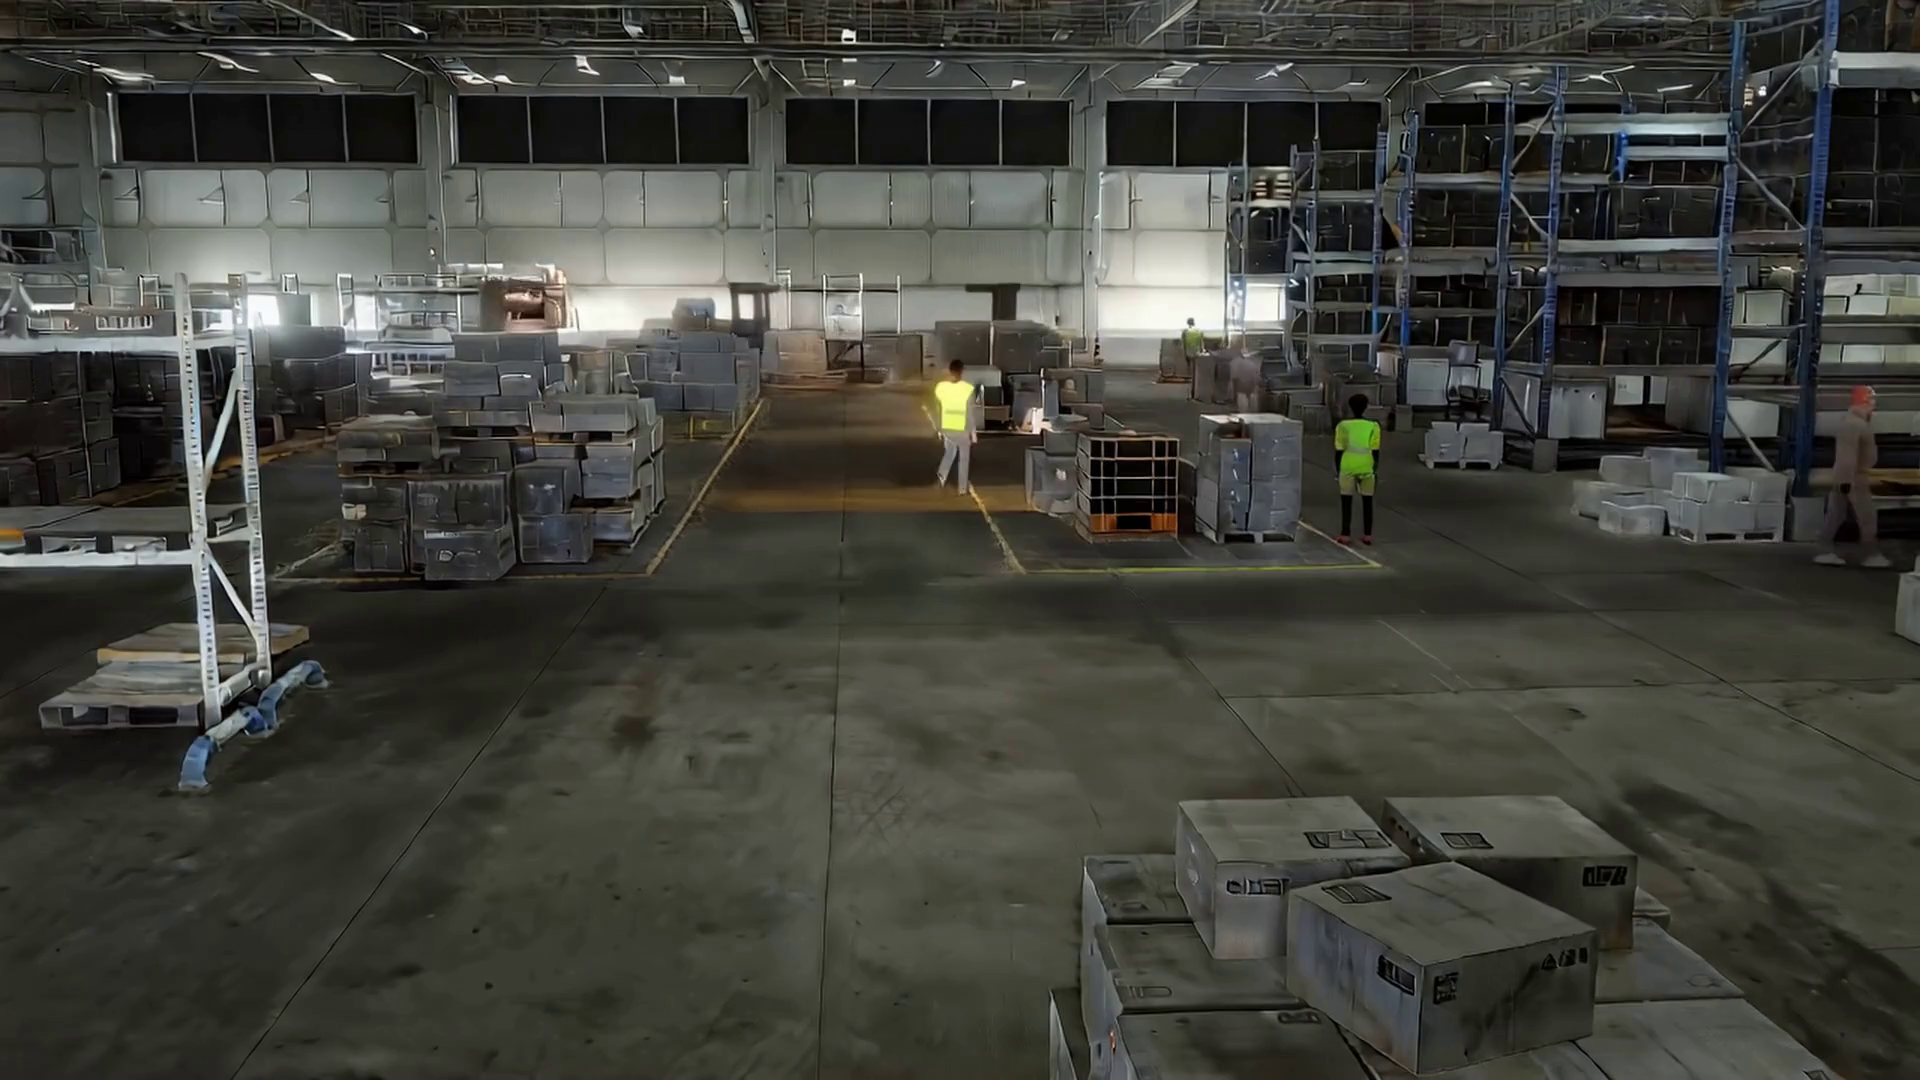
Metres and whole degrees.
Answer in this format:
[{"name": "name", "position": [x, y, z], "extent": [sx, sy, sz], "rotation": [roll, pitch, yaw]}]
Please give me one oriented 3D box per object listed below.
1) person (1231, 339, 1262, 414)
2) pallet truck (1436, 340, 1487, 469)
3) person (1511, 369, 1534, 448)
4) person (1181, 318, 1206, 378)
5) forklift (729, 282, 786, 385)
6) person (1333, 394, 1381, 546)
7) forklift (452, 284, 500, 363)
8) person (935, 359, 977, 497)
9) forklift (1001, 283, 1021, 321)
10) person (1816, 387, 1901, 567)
[{"name": "person", "position": [4.990, -2.540, 28.986], "extent": [0.637, 1.927, 0.438], "rotation": [-4, 10, -24]}, {"name": "pallet truck", "position": [8.004, -2.170, 26.422], "extent": [0.823, 1.965, 1.885], "rotation": [2, 9, 14]}, {"name": "person", "position": [9.573, -2.427, 28.219], "extent": [0.700, 1.945, 0.603], "rotation": [-1, 9, -6]}, {"name": "person", "position": [6.024, -4.751, 42.871], "extent": [0.648, 1.932, 0.992], "rotation": [4, 10, 25]}, {"name": "forklift", "position": [-5.792, -5.604, 45.219], "extent": [1.129, 2.768, 1.873], "rotation": [-9, 13, -44]}, {"name": "person", "position": [4.436, -0.779, 18.624], "extent": [0.540, 1.695, 0.317], "rotation": [-1, 9, -5]}, {"name": "forklift", "position": [-10.317, -4.215, 36.494], "extent": [1.873, 2.768, 1.129], "rotation": [-1, 9, -4]}, {"name": "person", "position": [-0.071, -1.503, 22.548], "extent": [0.595, 1.901, 0.667], "rotation": [4, 10, 24]}, {"name": "forklift", "position": [1.178, -4.727, 39.712], "extent": [1.873, 2.768, 1.129], "rotation": [-1, 9, -4]}, {"name": "person", "position": [9.422, -0.651, 17.303], "extent": [0.877, 1.862, 0.684], "rotation": [4, 10, 22]}]
